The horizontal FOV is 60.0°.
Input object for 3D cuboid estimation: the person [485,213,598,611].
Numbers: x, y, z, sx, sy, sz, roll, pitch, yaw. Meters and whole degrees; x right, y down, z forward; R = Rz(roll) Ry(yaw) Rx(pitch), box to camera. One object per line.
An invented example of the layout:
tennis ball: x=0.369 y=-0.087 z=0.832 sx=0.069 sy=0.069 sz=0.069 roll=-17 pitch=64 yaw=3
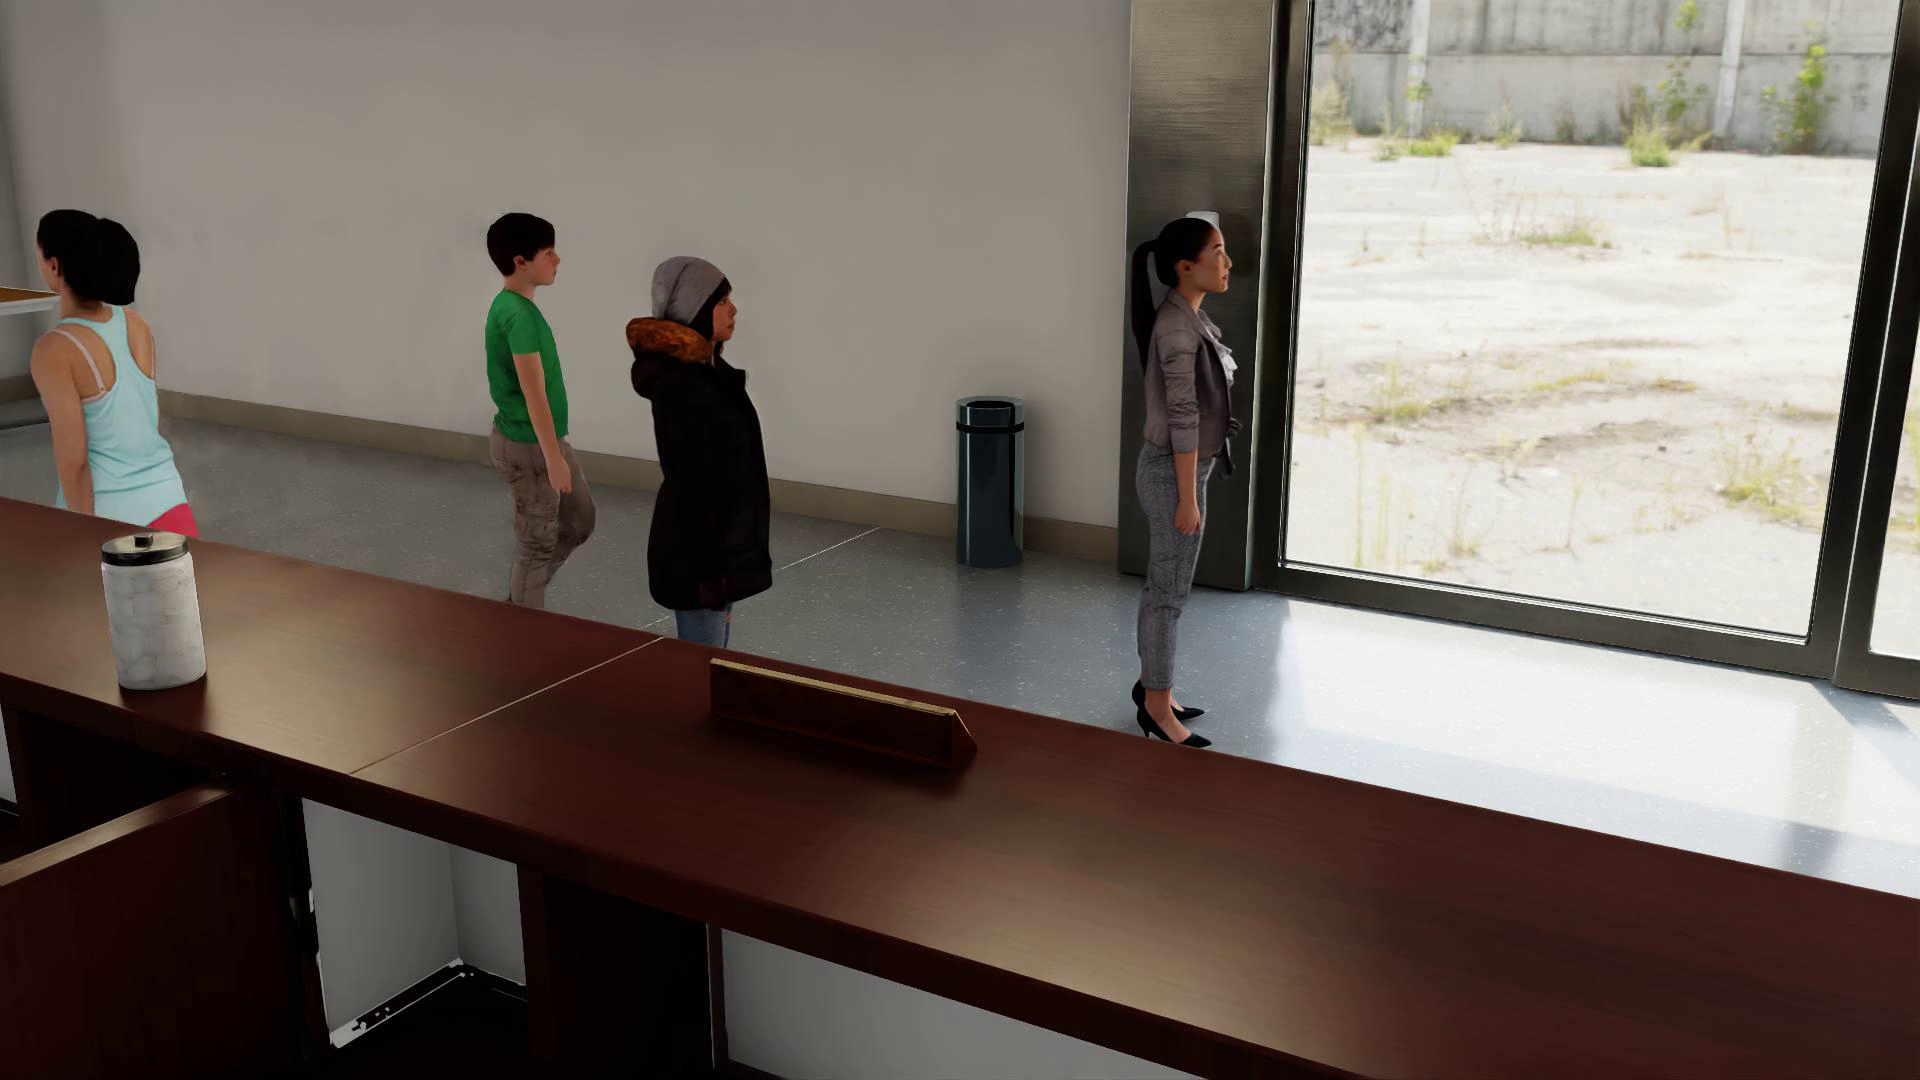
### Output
person: x=-1.578 y=-0.304 z=5.808 sx=0.797 sy=1.638 sz=0.735 roll=-2 pitch=16 yaw=-8

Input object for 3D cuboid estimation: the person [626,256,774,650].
person: x=-0.719 y=0.020 z=4.667 sx=0.805 sy=1.633 sz=0.720 roll=-1 pitch=16 yaw=-4

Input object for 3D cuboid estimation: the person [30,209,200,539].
person: x=-2.198 y=0.008 z=4.535 sx=0.733 sy=1.729 sz=1.150 roll=7 pitch=17 yaw=23

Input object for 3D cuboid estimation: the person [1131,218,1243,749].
person: x=0.687 y=-0.178 z=5.287 sx=0.775 sy=1.677 sz=0.661 roll=1 pitch=16 yaw=5
